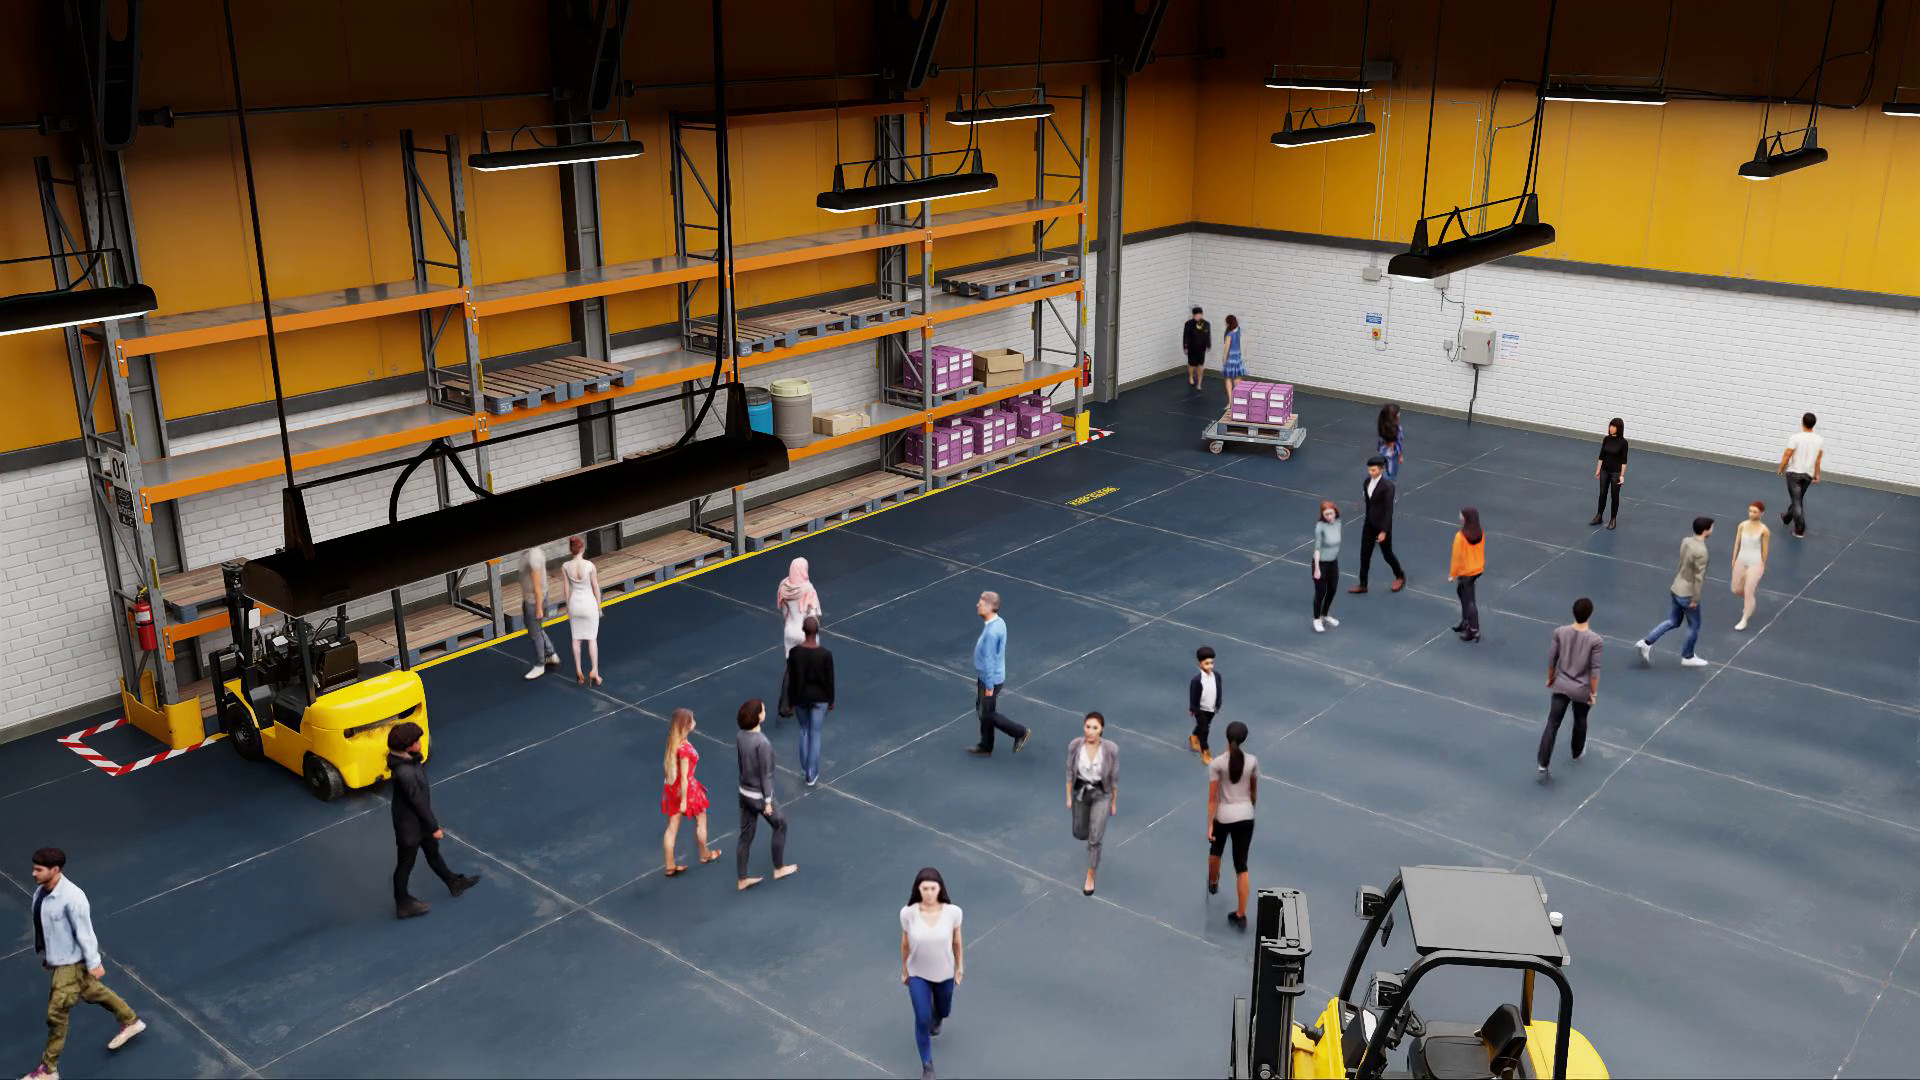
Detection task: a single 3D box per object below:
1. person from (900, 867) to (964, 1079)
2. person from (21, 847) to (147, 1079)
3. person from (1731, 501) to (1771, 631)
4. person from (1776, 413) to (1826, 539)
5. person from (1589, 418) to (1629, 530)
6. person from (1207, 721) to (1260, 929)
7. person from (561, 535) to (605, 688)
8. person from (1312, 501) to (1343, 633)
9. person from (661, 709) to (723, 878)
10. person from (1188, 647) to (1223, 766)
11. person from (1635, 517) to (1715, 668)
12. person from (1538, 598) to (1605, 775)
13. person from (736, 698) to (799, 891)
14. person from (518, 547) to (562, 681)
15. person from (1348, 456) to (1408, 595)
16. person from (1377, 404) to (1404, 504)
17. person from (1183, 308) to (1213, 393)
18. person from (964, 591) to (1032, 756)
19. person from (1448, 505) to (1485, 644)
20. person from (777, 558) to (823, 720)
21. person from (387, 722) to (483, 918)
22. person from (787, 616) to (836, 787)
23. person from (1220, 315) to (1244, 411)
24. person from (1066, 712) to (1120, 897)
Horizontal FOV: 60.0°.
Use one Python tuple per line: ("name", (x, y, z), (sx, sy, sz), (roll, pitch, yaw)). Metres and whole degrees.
("person", (-0.210, 3.112, 12.040), (1.009, 1.662, 1.081), (-1, 19, -3))
("person", (-6.395, 3.033, 12.112), (0.680, 1.766, 1.162), (15, 24, 37))
("person", (9.761, 0.291, 20.471), (0.813, 1.628, 0.613), (-17, 25, -40))
("person", (12.043, -0.893, 23.781), (1.096, 1.759, 1.217), (0, 19, 1))
("person", (9.510, -0.989, 24.252), (0.552, 1.641, 0.616), (-16, 24, -38))
("person", (2.317, 2.427, 14.013), (1.093, 1.702, 1.141), (-4, 19, -11))
("person", (-4.255, 0.793, 18.717), (0.651, 1.794, 0.658), (3, 19, 9))
("person", (4.444, 0.317, 20.275), (0.697, 1.703, 0.820), (-16, 24, -39))
("person", (-2.531, 2.261, 14.708), (0.833, 1.573, 0.632), (-14, 23, -36))
("person", (2.489, 1.661, 17.059), (0.845, 1.209, 0.799), (-8, 20, -21))
("person", (8.298, 0.611, 19.190), (1.204, 1.838, 1.163), (-2, 19, -7))
("person", (6.066, 1.498, 16.590), (0.739, 1.816, 1.191), (13, 22, 33))
("person", (-1.831, 2.247, 14.473), (0.640, 1.748, 0.803), (16, 24, 39))
("person", (-4.833, 0.671, 18.952), (0.872, 1.878, 0.879), (-6, 19, -16))
("person", (5.501, -0.194, 21.567), (1.231, 1.848, 0.980), (-11, 22, -29))
("person", (6.445, -1.254, 25.105), (1.017, 1.599, 0.840), (-9, 21, -26))
("person", (4.609, -3.716, 32.375), (1.106, 1.623, 1.226), (-1, 19, -2))
("person", (0.388, 1.391, 16.935), (1.021, 1.801, 0.996), (1, 19, 3))
("person", (6.159, 0.412, 19.965), (0.633, 1.722, 0.743), (-11, 22, -30))
("person", (-1.770, 1.080, 17.908), (0.892, 1.768, 1.230), (7, 20, 19))
("person", (-4.715, 2.392, 14.043), (1.081, 1.748, 0.928), (-7, 20, -19))
("person", (-1.482, 1.614, 16.366), (0.729, 1.740, 0.765), (2, 19, 5))
("person", (5.113, -3.333, 30.996), (0.539, 1.779, 0.796), (-15, 24, -38))
("person", (1.173, 2.257, 14.583), (0.846, 1.660, 1.011), (5, 19, 14))
